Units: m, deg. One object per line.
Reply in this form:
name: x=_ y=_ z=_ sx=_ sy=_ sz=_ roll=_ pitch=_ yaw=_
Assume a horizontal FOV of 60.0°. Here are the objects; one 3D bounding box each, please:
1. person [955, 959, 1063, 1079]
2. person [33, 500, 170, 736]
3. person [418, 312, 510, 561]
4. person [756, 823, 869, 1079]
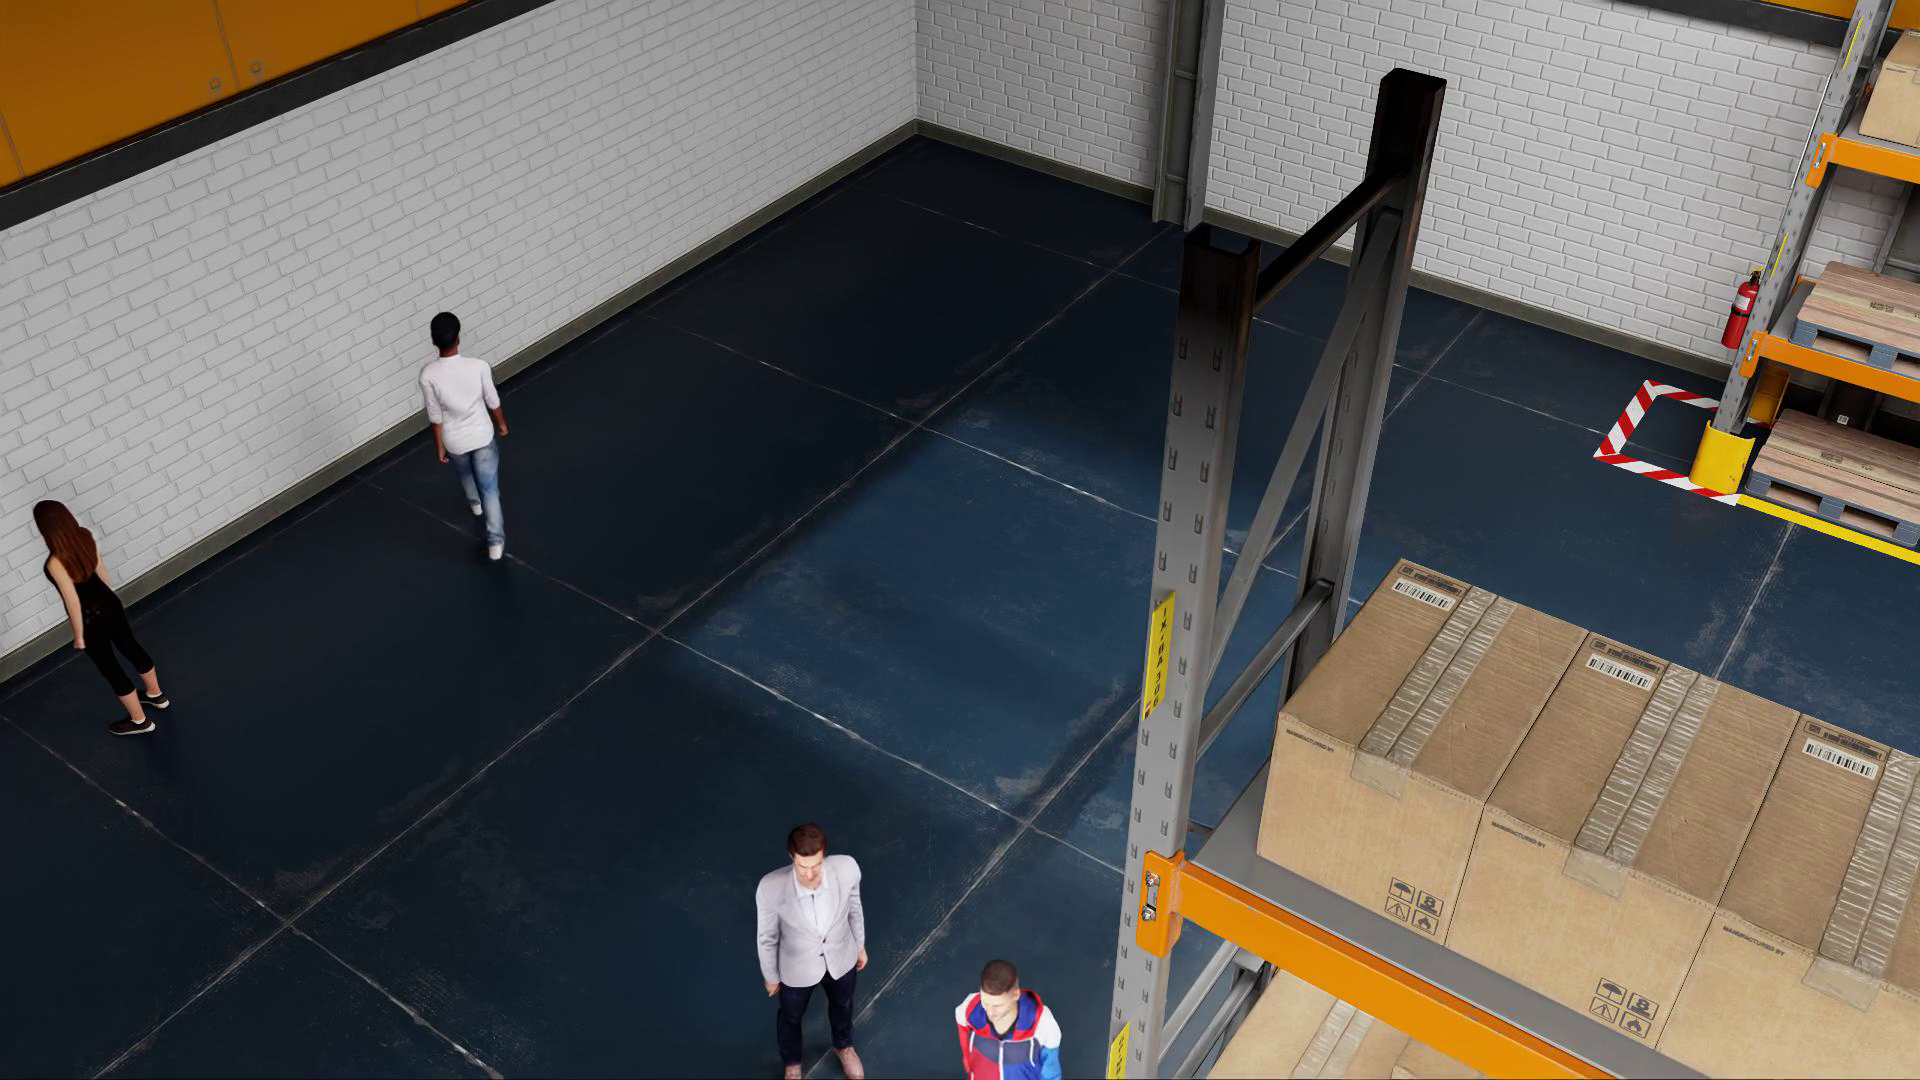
person: x=0.248 y=2.439 z=7.593 sx=1.109 sy=1.730 sz=0.966 roll=9 pitch=40 yaw=11
person: x=-5.229 y=0.458 z=10.078 sx=0.663 sy=1.725 sz=0.654 roll=4 pitch=39 yaw=5
person: x=-3.386 y=-0.673 z=11.461 sx=1.139 sy=1.767 sz=1.253 roll=-9 pitch=40 yaw=-11
person: x=-0.697 y=2.003 z=8.045 sx=0.761 sy=1.848 sz=0.774 roll=-13 pitch=40 yaw=-15
